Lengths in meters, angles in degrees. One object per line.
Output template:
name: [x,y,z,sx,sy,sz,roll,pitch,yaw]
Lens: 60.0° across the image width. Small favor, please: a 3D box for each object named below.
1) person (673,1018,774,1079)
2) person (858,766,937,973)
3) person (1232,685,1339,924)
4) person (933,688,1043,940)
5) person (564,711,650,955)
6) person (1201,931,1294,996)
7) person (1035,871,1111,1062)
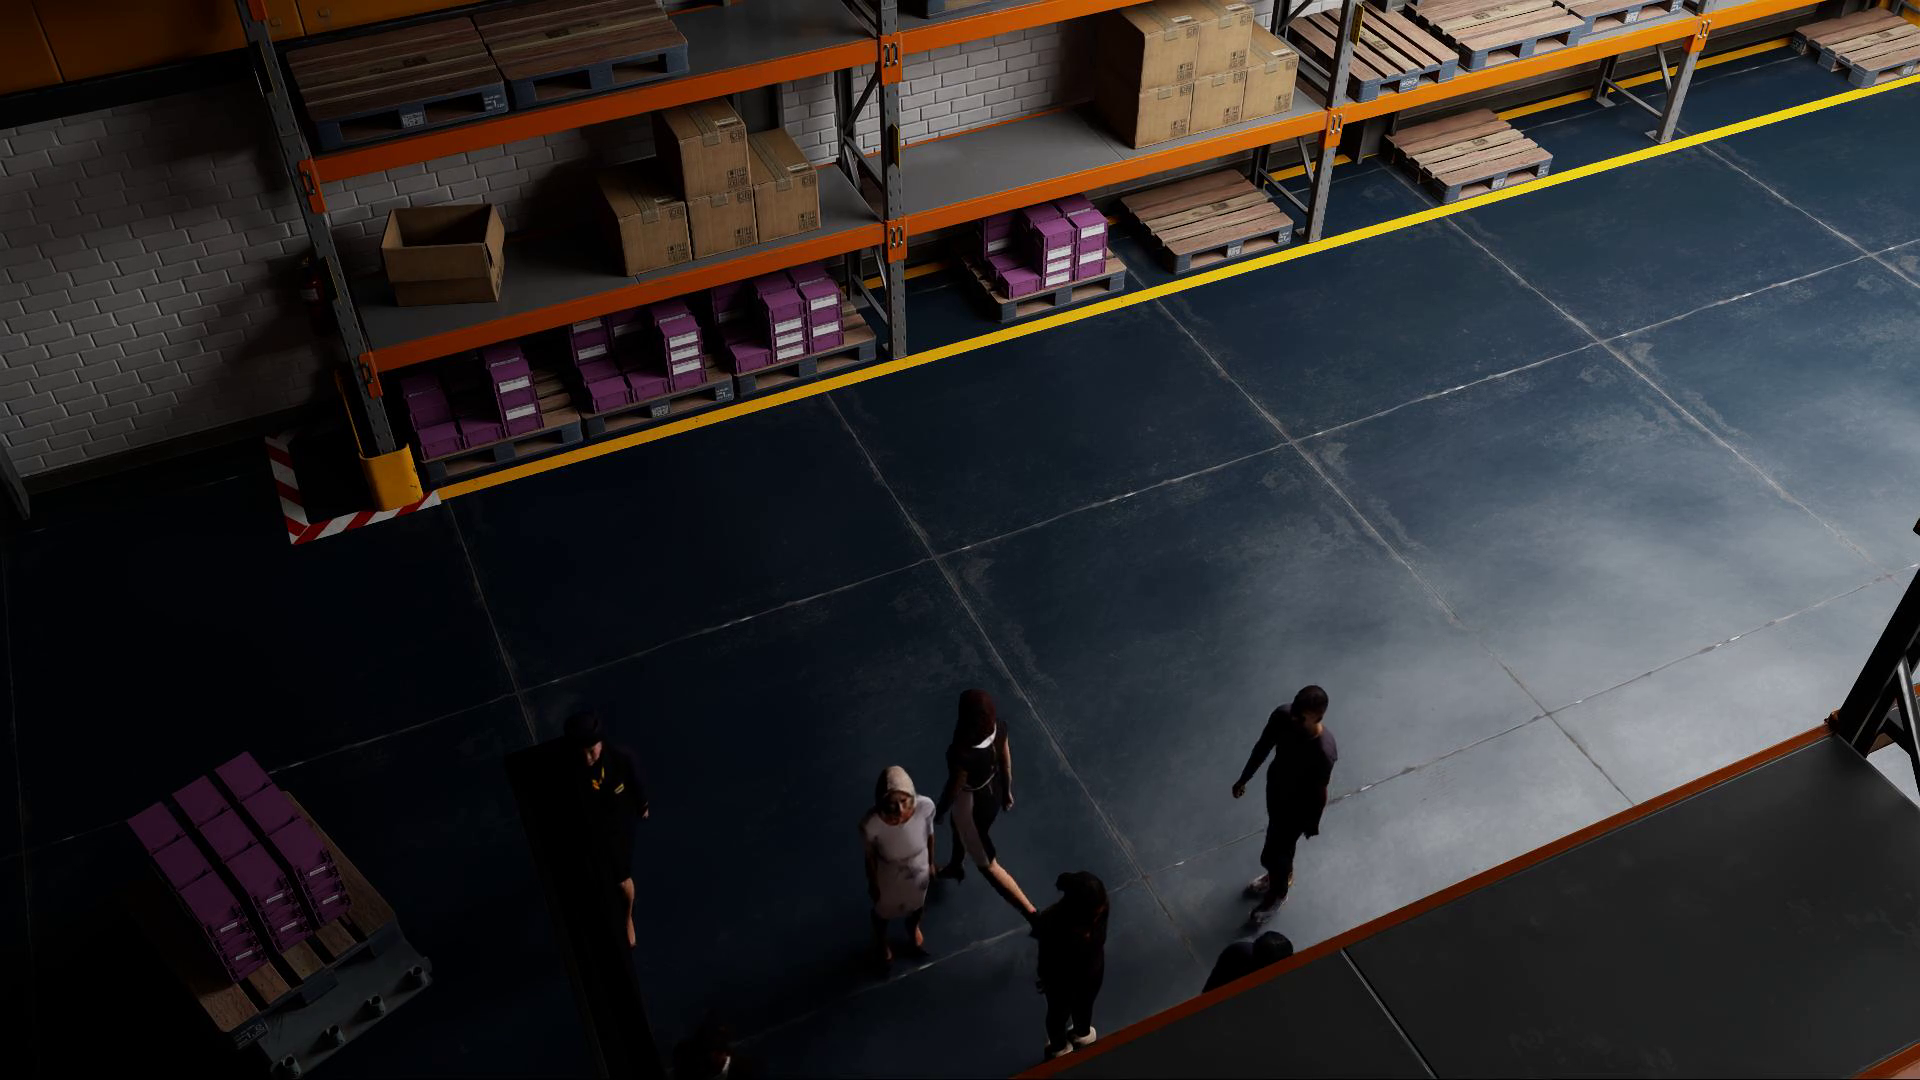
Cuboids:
person: [-1.032,2.679,7.834,0.862,1.788,0.926,13,45,13]
person: [-0.327,1.734,8.864,0.497,1.736,0.616,-17,46,-17]
person: [1.896,1.390,9.213,0.607,1.753,0.636,-18,46,-18]
person: [0.167,1.520,9.070,1.023,1.762,1.122,24,48,23]
person: [-1.977,1.497,9.185,1.114,1.636,0.980,-5,44,-5]
person: [1.480,2.378,8.227,1.226,1.682,0.837,-29,51,-27]
person: [0.568,2.178,8.453,0.590,1.660,0.660,0,44,0]
